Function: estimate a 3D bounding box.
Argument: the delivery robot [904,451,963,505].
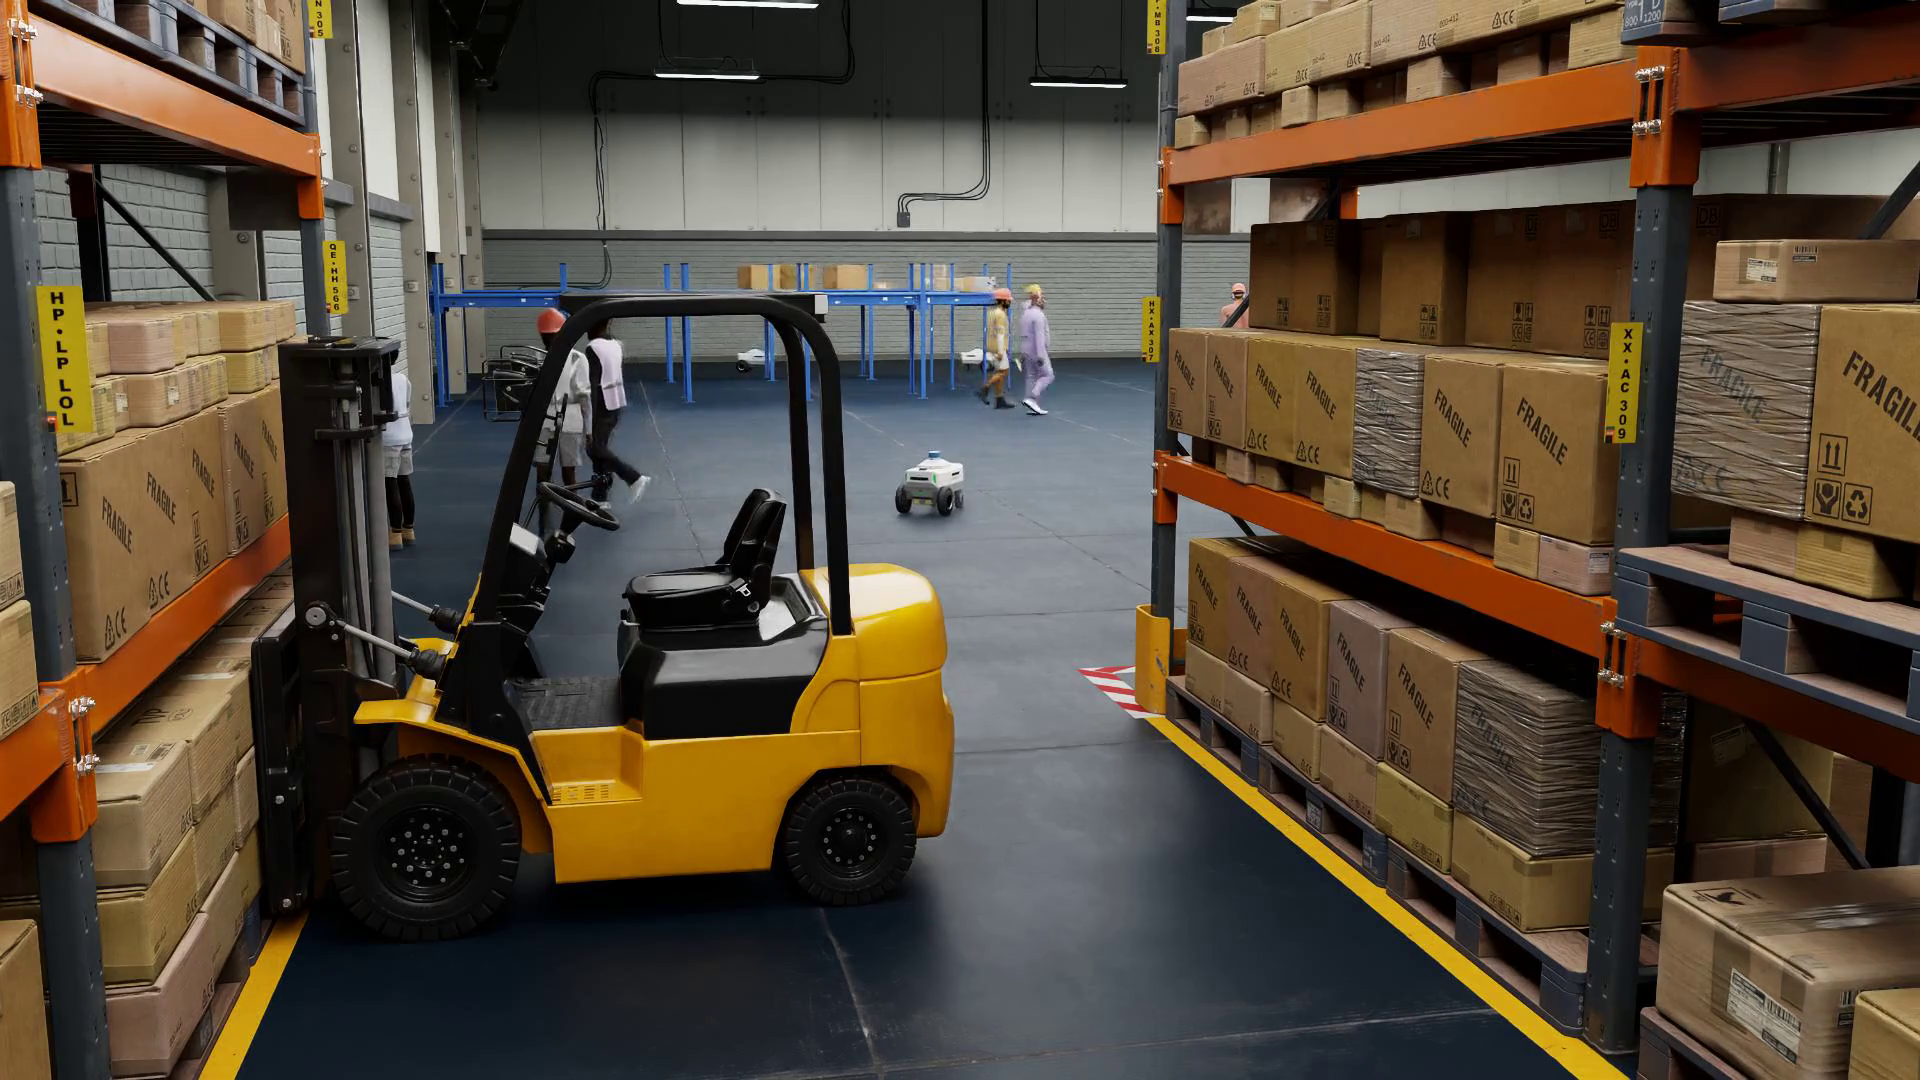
[{"bbox_3d":[-0.239,-0.581,15.449,0.477,0.478,0.707,4,10,22],"label":"delivery robot"}]

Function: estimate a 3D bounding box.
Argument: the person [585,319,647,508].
[{"bbox_3d":[-3.271,-1.226,15.457,0.650,1.897,0.604,2,9,10],"label":"person"}]

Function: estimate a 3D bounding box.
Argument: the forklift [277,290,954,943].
[{"bbox_3d":[-1.179,0.175,6.143,2.313,2.155,1.214,-2,10,-12],"label":"forklift"}]

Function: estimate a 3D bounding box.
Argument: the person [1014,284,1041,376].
[{"bbox_3d":[1.435,-4.399,34.795,0.633,1.905,0.609,6,11,32],"label":"person"}]

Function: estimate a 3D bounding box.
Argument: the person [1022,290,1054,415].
[{"bbox_3d":[1.192,-2.844,25.316,0.431,1.891,0.674,-3,10,-18],"label":"person"}]

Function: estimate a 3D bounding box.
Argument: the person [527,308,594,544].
[{"bbox_3d":[-3.233,-0.892,13.373,0.563,1.910,0.771,-2,9,-10],"label":"person"}]

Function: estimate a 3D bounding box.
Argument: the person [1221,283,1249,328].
[{"bbox_3d":[4.555,-3.200,27.222,0.611,1.985,0.393,0,9,-1],"label":"person"}]

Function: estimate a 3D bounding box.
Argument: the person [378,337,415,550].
[{"bbox_3d":[-4.576,-0.779,13.344,0.318,1.696,0.532,1,9,7],"label":"person"}]

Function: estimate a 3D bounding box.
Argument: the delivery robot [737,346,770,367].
[{"bbox_3d":[-4.440,-3.942,35.934,0.707,0.478,0.477,1,9,4],"label":"delivery robot"}]

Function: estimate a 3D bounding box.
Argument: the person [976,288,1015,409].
[{"bbox_3d":[0.589,-3.050,26.496,0.552,1.921,0.549,-1,9,-7],"label":"person"}]

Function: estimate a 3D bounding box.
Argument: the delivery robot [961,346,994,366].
[{"bbox_3d":[0.386,-3.981,36.176,0.707,0.478,0.477,2,10,12],"label":"delivery robot"}]
